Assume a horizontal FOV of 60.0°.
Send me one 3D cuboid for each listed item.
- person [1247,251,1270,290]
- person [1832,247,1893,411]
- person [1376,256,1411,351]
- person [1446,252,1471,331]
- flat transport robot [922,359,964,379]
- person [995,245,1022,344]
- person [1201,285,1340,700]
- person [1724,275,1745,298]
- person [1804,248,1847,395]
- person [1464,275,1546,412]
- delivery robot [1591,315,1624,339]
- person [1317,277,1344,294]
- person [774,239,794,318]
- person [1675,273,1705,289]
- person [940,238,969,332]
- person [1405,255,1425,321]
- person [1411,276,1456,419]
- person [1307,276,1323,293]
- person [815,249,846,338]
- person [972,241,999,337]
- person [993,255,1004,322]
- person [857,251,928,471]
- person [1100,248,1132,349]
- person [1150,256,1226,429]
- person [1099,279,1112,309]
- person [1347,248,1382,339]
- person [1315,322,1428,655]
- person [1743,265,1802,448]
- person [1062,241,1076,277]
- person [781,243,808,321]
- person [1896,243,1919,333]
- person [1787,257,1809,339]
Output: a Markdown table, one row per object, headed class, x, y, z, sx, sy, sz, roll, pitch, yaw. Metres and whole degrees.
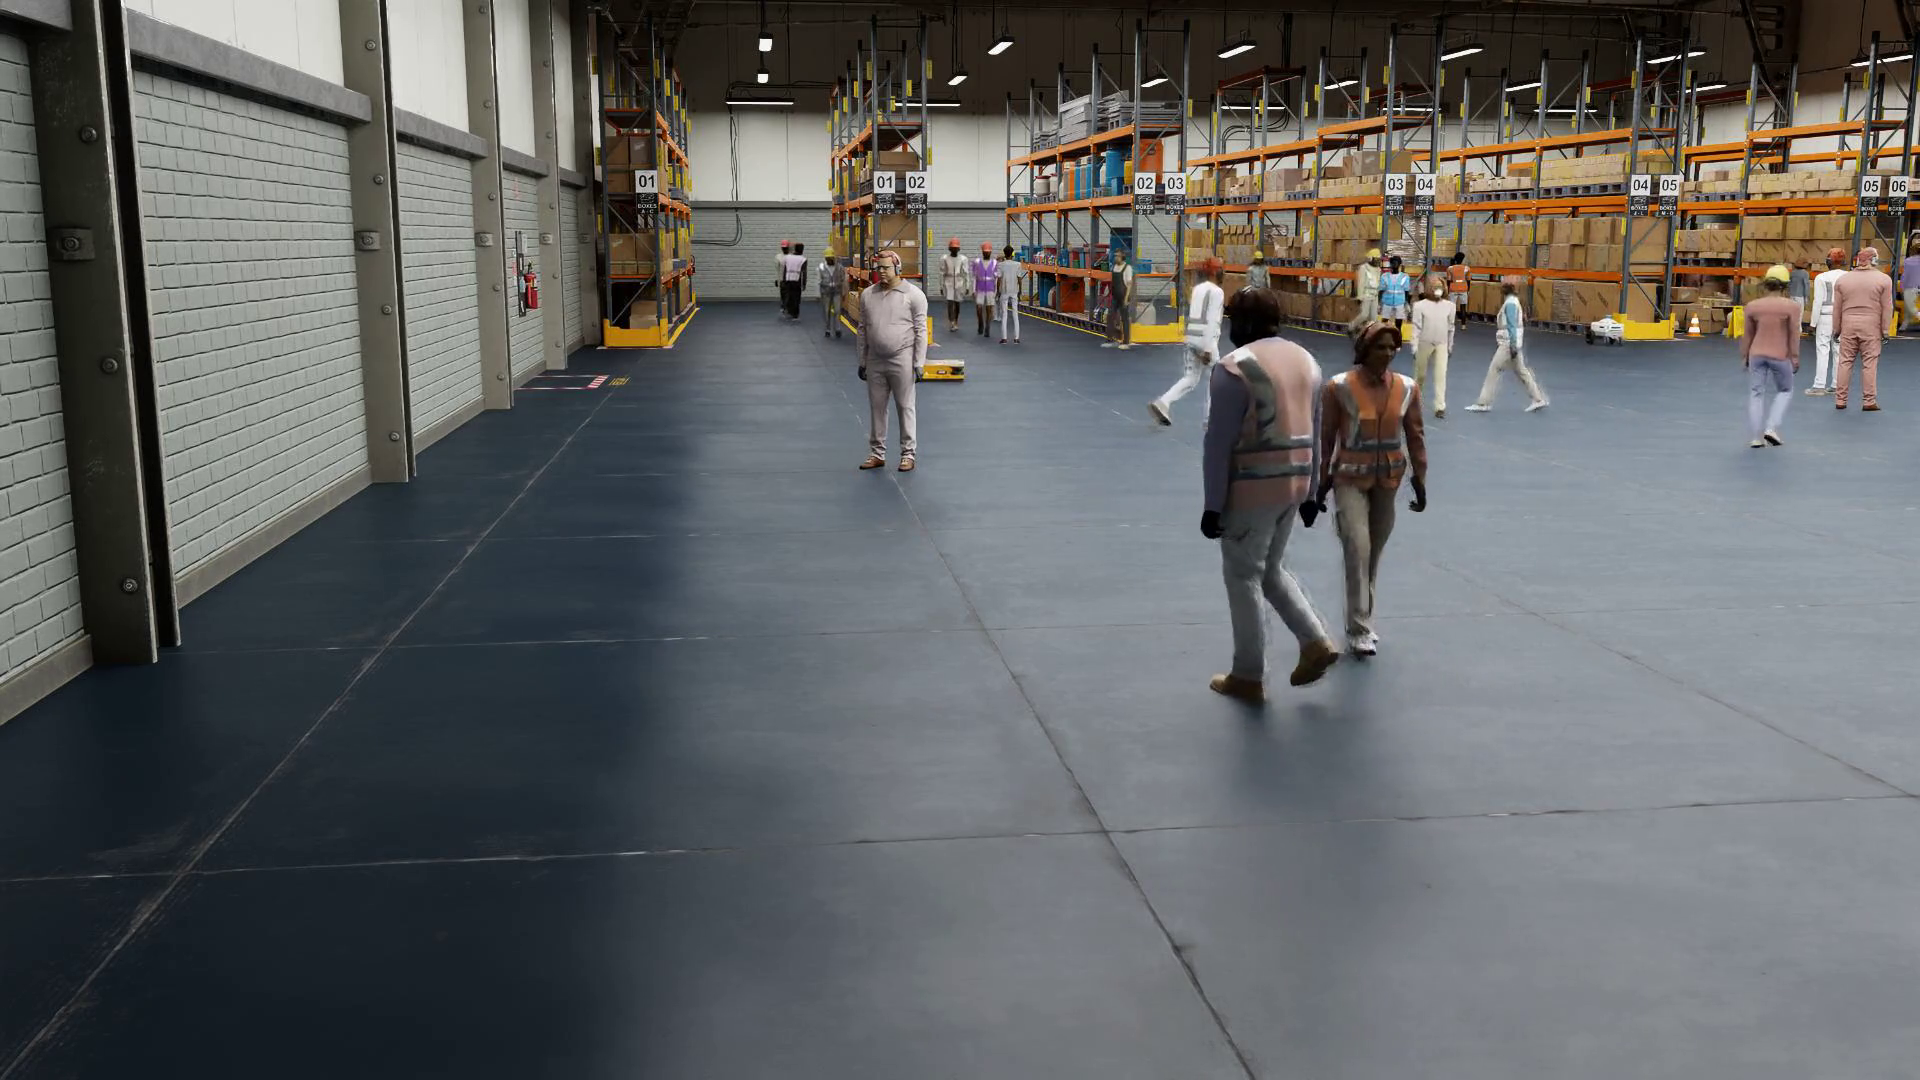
| class | x | y | z | sx | sy | sz | roll | pitch | yaw |
| --- | --- | --- | --- | --- | --- | --- | --- | --- | --- |
| person | 6.630 | -5.581 | 37.085 | 0.496 | 1.715 | 0.791 | -2 | 10 | -8 |
| person | 10.577 | -2.466 | 19.500 | 0.639 | 1.902 | 0.407 | 10 | 14 | 44 |
| person | 7.676 | -4.183 | 29.507 | 0.602 | 1.696 | 0.324 | 2 | 11 | 13 |
| person | 10.804 | -5.388 | 36.072 | 0.529 | 1.697 | 0.321 | 3 | 11 | 14 |
| flat transport robot | -0.267 | -2.465 | 23.962 | 0.652 | 0.197 | 1.431 | 0 | 10 | 0 |
| person | 0.926 | -4.659 | 31.622 | 0.520 | 1.865 | 0.328 | -1 | 10 | -5 |
| person | 1.335 | -0.188 | 7.240 | 0.639 | 1.822 | 0.509 | -9 | 14 | -42 |
| person | 19.687 | -6.629 | 42.126 | 0.649 | 1.965 | 0.646 | -2 | 10 | -9 |
| person | 11.156 | -2.788 | 21.316 | 0.576 | 1.882 | 0.355 | -2 | 11 | -11 |
| person | 6.380 | -2.265 | 19.240 | 0.885 | 1.592 | 0.530 | 4 | 11 | 20 |
| delivery robot | 12.130 | -3.969 | 31.169 | 0.477 | 0.478 | 0.707 | -1 | 10 | -5 |
| person | 9.048 | -6.329 | 40.698 | 0.637 | 1.905 | 0.983 | -1 | 10 | -4 |
| person | -4.332 | -6.562 | 41.758 | 0.661 | 1.970 | 0.650 | 1 | 10 | 8 |
| person | 18.683 | -6.648 | 42.590 | 0.639 | 1.842 | 1.041 | -1 | 10 | -6 |
| person | -0.124 | -5.513 | 35.935 | 0.617 | 2.013 | 0.951 | -1 | 10 | -4 |
| person | 10.993 | -6.214 | 39.974 | 0.635 | 1.915 | 0.983 | -3 | 11 | -16 |
| person | 5.350 | -2.195 | 18.868 | 0.506 | 1.593 | 0.858 | 0 | 10 | 1 |
| person | 10.465 | -7.720 | 48.550 | 0.668 | 1.810 | 0.665 | 2 | 10 | 9 |
| person | -2.598 | -4.954 | 33.458 | 0.615 | 1.777 | 0.948 | -1 | 10 | -8 |
| person | 0.528 | -5.068 | 33.669 | 0.556 | 1.925 | 0.418 | 0 | 10 | 0 |
| person | 0.932 | -6.004 | 39.739 | 0.524 | 1.575 | 0.833 | 2 | 10 | 8 |
| person | -0.608 | -1.546 | 14.440 | 0.645 | 1.907 | 0.400 | 4 | 11 | 23 |
| person | 2.806 | -4.321 | 29.867 | 0.771 | 1.819 | 0.528 | -9 | 14 | -41 |
| person | 2.444 | -2.050 | 17.429 | 0.859 | 1.843 | 0.589 | -5 | 11 | -24 |
| person | 3.842 | -6.785 | 43.618 | 0.539 | 1.745 | 0.690 | -2 | 11 | -11 |
| person | 7.844 | -4.713 | 32.074 | 0.593 | 1.806 | 0.653 | -8 | 13 | -37 |
| person | 2.040 | -0.245 | 8.109 | 0.535 | 1.609 | 0.723 | -2 | 11 | -11 |
| person | 7.805 | -1.757 | 15.993 | 0.408 | 1.749 | 0.554 | -10 | 14 | -43 |
| person | 3.023 | -7.555 | 47.378 | 0.637 | 1.913 | 0.847 | -2 | 10 | -9 |
| person | -4.010 | -6.226 | 40.157 | 0.631 | 1.882 | 0.682 | 4 | 11 | 20 |
| person | 19.967 | -5.234 | 34.689 | 0.637 | 1.909 | 0.839 | -4 | 11 | -22 |
| person | 16.624 | -4.795 | 32.996 | 0.284 | 1.633 | 0.501 | -3 | 11 | -17 |
